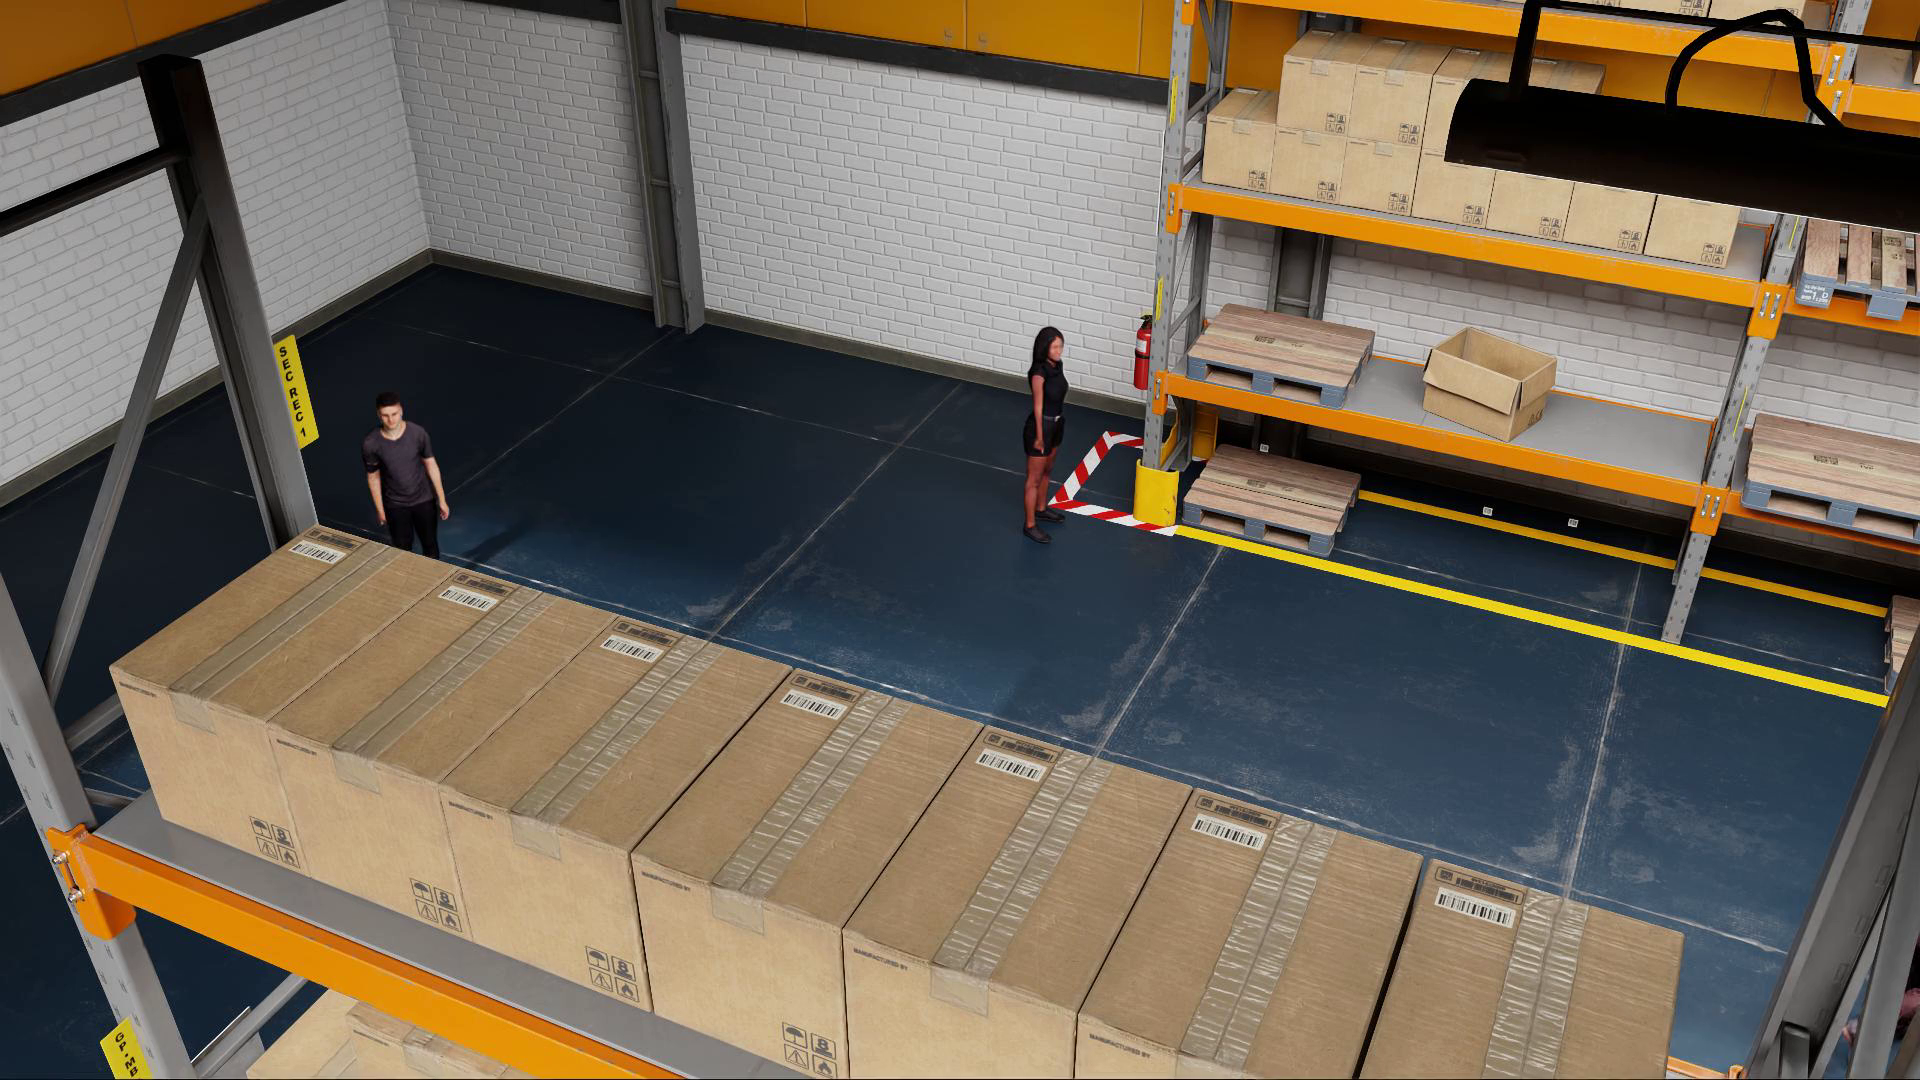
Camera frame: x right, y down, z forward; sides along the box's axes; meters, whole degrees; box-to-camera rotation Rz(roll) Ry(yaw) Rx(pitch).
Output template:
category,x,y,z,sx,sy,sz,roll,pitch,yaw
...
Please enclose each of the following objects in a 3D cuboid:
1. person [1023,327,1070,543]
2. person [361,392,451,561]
category,x,y,z,sx,sy,sz,roll,pitch,yaw
person,0.647,-0.837,12.785,0.506,1.742,0.595,14,36,20
person,-3.983,-0.329,12.011,0.792,1.753,0.837,-16,37,-23
